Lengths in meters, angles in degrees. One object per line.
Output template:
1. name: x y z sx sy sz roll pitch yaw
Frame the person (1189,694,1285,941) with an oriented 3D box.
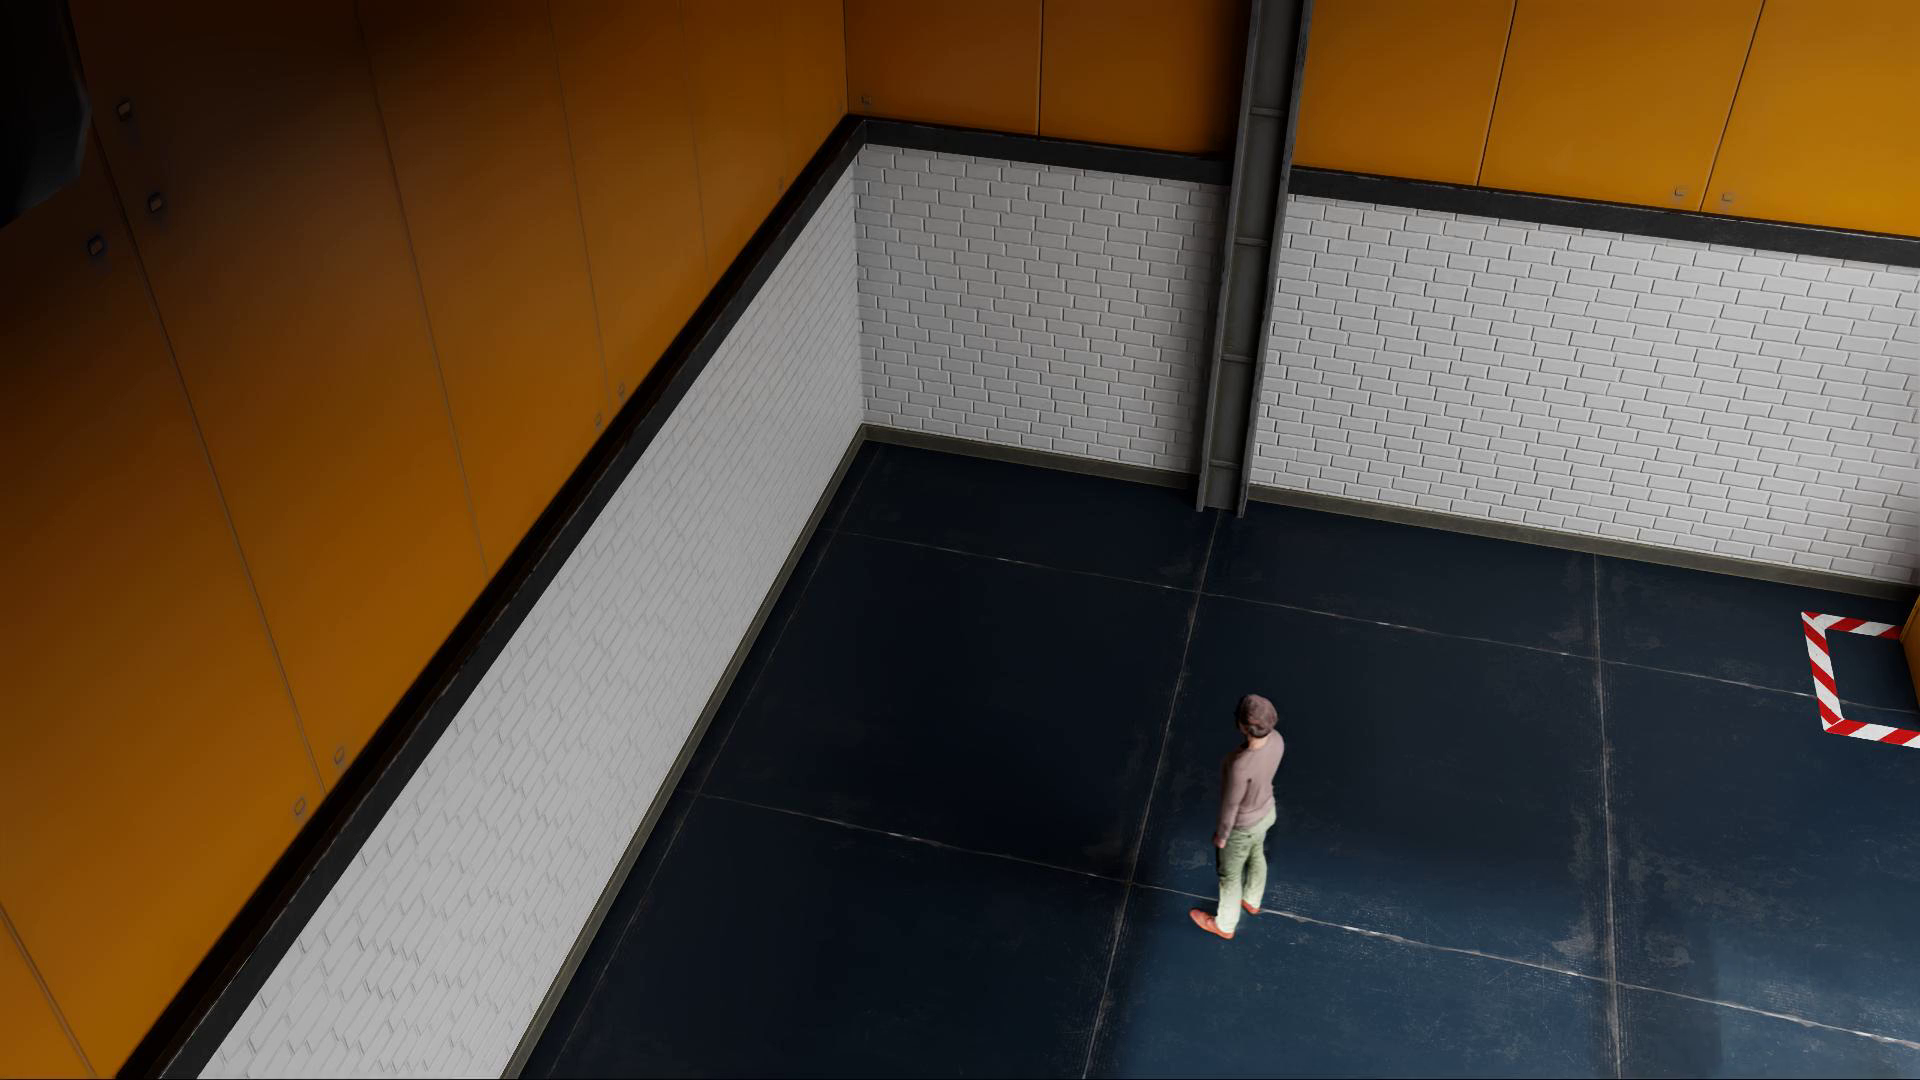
1. person: 1.709 1.664 9.953 0.736 1.870 0.745 26 45 28
